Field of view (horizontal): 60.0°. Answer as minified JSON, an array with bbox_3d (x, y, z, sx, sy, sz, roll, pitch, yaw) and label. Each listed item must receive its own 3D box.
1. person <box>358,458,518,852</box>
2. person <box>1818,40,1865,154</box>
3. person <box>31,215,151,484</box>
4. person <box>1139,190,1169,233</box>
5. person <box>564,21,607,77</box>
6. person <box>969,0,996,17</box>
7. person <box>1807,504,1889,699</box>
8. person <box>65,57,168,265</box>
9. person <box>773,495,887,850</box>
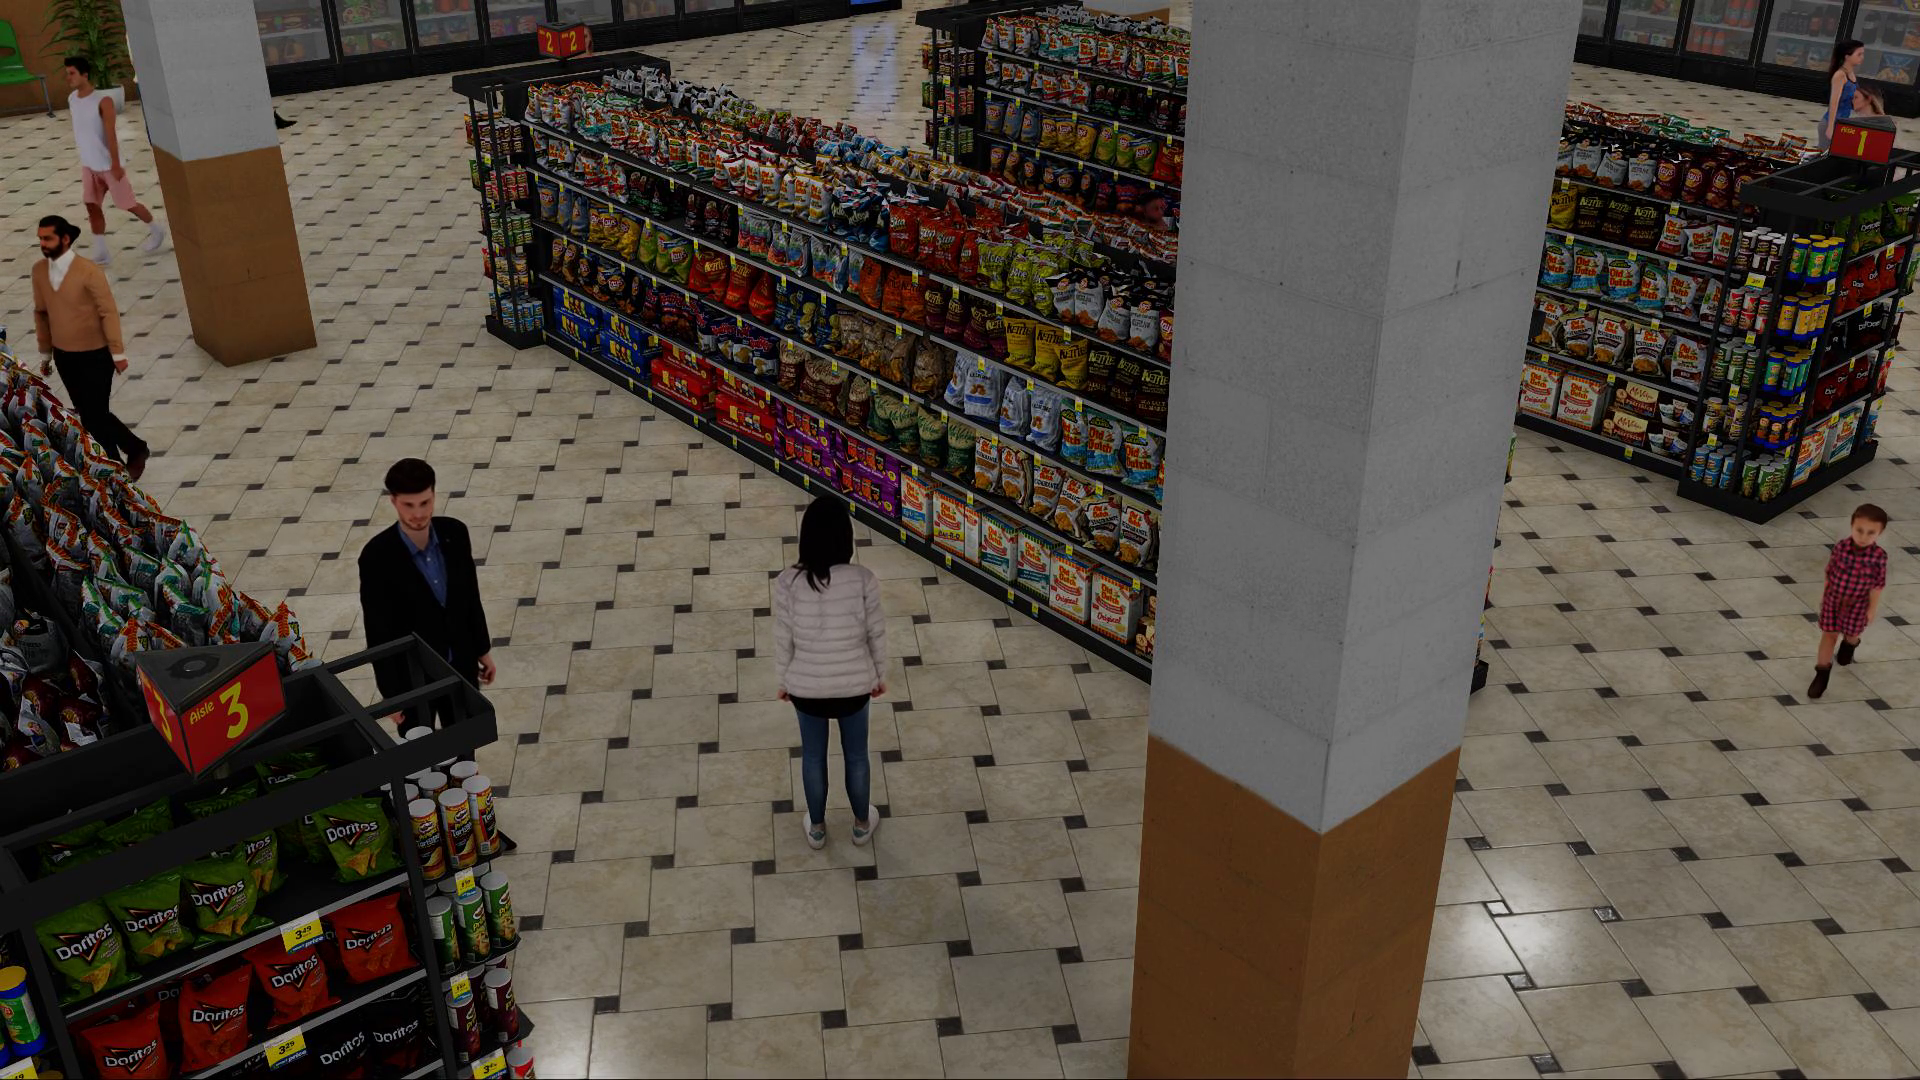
[{"bbox_3d":[-2.176,0.515,6.841,0.666,1.884,0.727,21,34,35],"label":"person"},{"bbox_3d":[8.437,-4.002,16.054,0.573,1.608,0.601,21,33,35],"label":"person"},{"bbox_3d":[-5.378,-1.173,10.324,0.753,1.746,0.841,8,28,15],"label":"person"},{"bbox_3d":[1.394,-2.030,12.568,0.530,1.246,0.669,-20,33,-33],"label":"person"},{"bbox_3d":[-3.510,-3.964,15.734,0.623,1.831,0.589,-11,29,-21],"label":"person"},{"bbox_3d":[0.304,-7.847,23.333,1.074,1.884,1.076,8,28,15],"label":"person"},{"bbox_3d":[4.444,0.275,8.286,0.701,1.007,0.587,19,32,32],"label":"person"},{"bbox_3d":[-7.394,-3.302,14.514,1.151,1.753,1.033,11,29,21],"label":"person"},{"bbox_3d":[-0.547,0.570,7.008,0.708,1.636,0.741,-1,27,-3],"label":"person"}]
